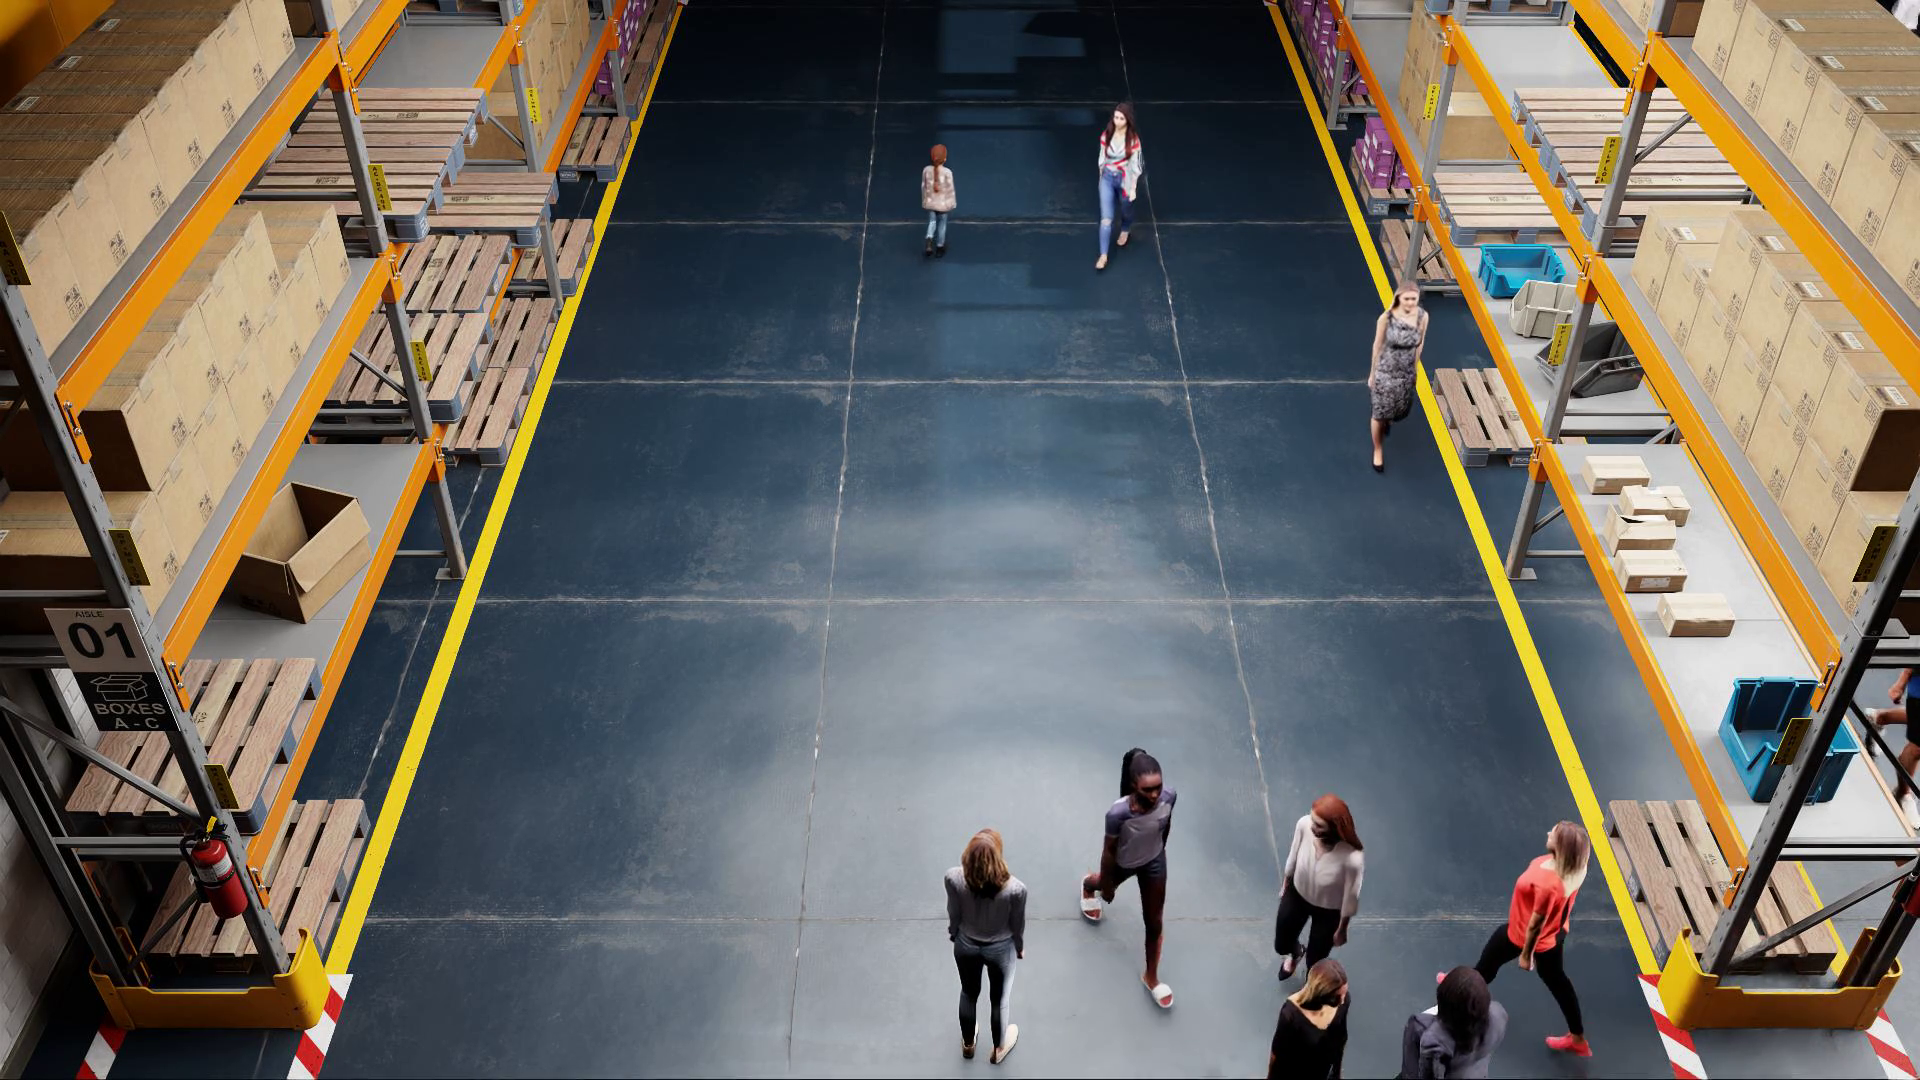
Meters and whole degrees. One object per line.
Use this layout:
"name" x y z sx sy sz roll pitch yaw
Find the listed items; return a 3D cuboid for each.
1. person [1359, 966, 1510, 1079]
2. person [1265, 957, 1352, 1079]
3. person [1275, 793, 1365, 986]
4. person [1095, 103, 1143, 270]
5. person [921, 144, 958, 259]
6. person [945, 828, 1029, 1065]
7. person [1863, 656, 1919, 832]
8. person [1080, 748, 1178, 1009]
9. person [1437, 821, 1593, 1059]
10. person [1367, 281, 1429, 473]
"person" 2.501 2.768 8.405 0.897 1.559 1.123 -15 41 -18
"person" 1.707 2.621 8.504 0.681 1.666 0.738 -19 42 -22
"person" 2.008 1.991 9.225 0.802 1.751 0.861 30 47 32
"person" 1.580 -3.510 16.255 0.856 1.573 1.142 14 41 16
"person" -0.230 -3.297 16.296 0.586 1.188 0.662 13 41 16
"person" 0.138 2.189 8.939 0.637 1.796 0.593 9 40 11
"person" 6.168 0.874 10.556 0.687 1.834 1.200 -2 39 -2
"person" 0.949 1.797 9.528 0.946 1.675 1.285 -13 41 -16
"person" 3.222 2.191 9.050 1.176 1.655 1.123 32 48 33
"person" 3.496 -1.387 13.503 0.558 1.689 0.769 0 39 0
